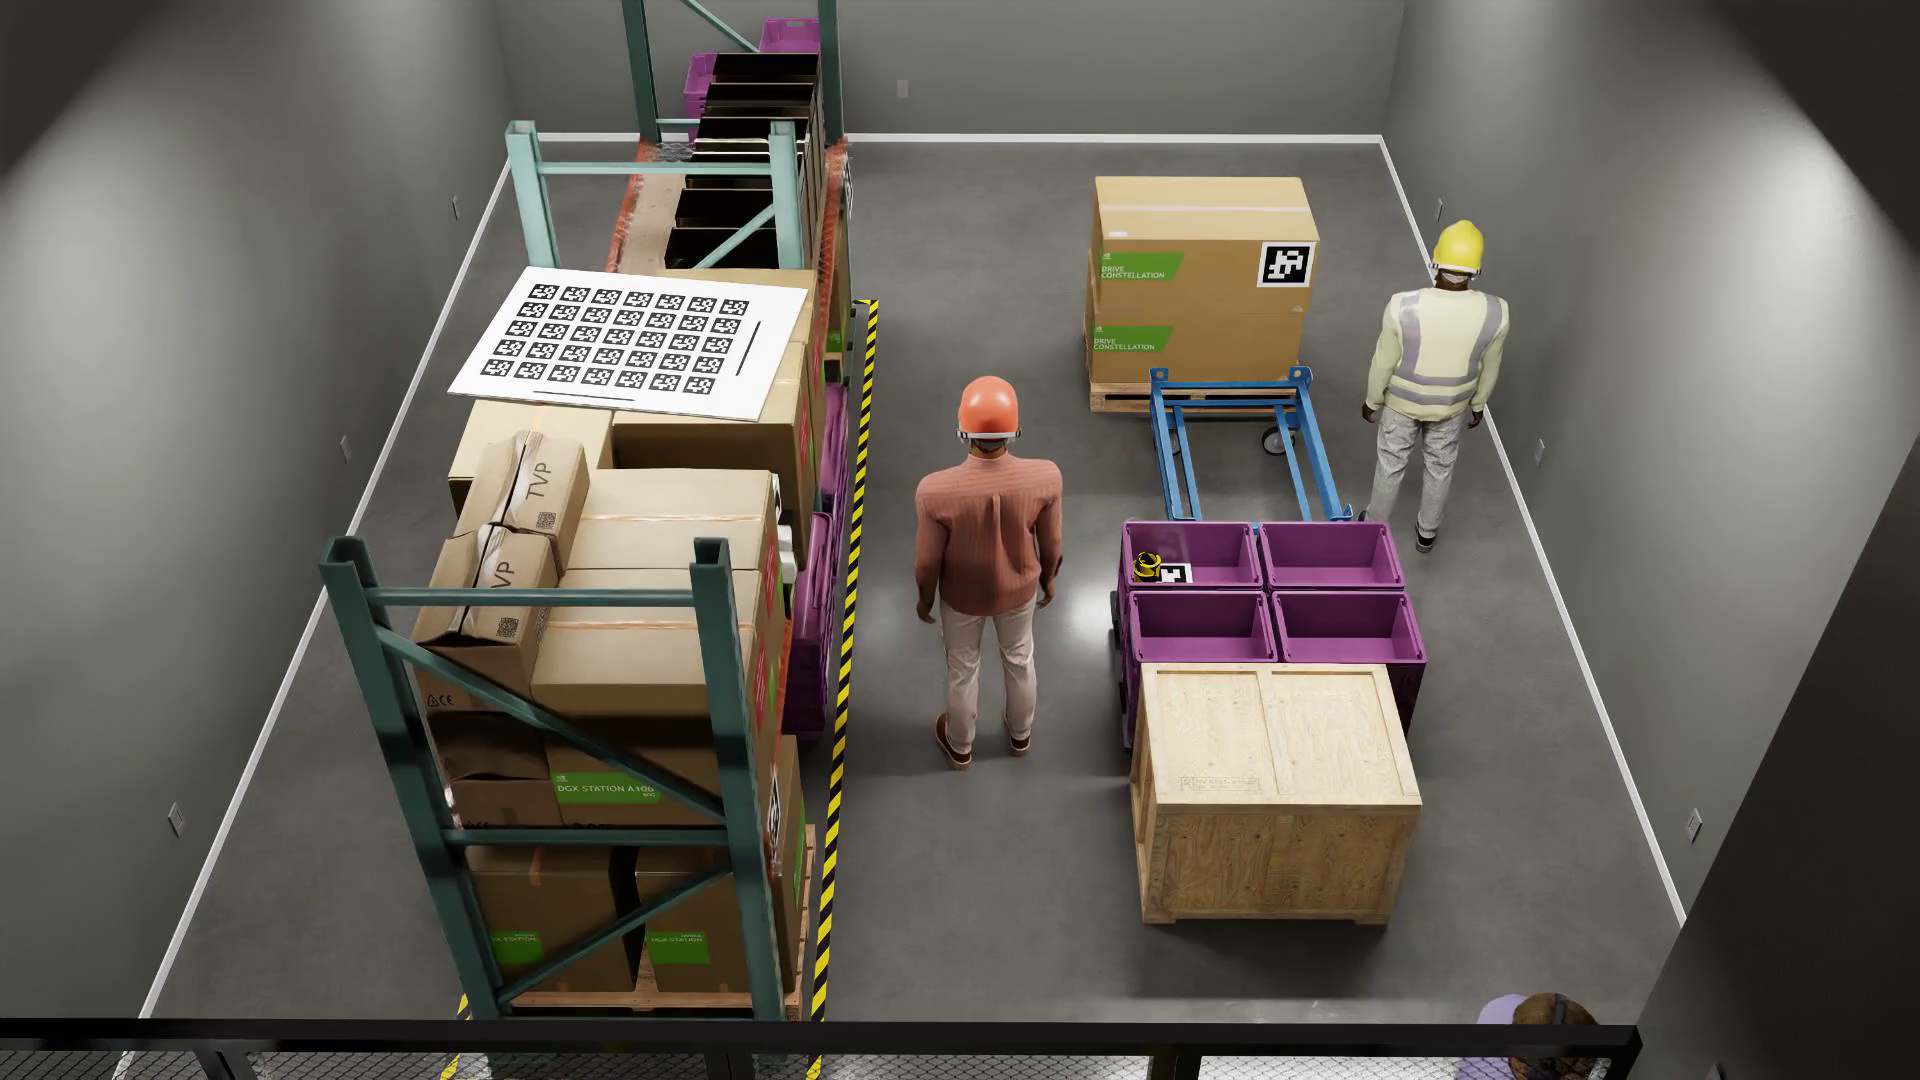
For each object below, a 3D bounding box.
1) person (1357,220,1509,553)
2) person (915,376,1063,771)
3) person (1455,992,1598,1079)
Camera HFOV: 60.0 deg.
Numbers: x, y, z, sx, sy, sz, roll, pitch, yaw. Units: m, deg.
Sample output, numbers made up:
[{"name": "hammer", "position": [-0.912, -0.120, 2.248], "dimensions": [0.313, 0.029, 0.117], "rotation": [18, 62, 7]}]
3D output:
[{"name": "person", "position": [2.244, -0.705, 7.996], "dimensions": [0.602, 1.830, 0.404], "rotation": [2, 41, 2]}, {"name": "person", "position": [0.113, 0.170, 6.878], "dimensions": [0.621, 1.994, 0.381], "rotation": [-9, 42, -11]}, {"name": "person", "position": [1.533, 1.932, 4.910], "dimensions": [0.372, 1.941, 0.627], "rotation": [12, 43, 13]}]
